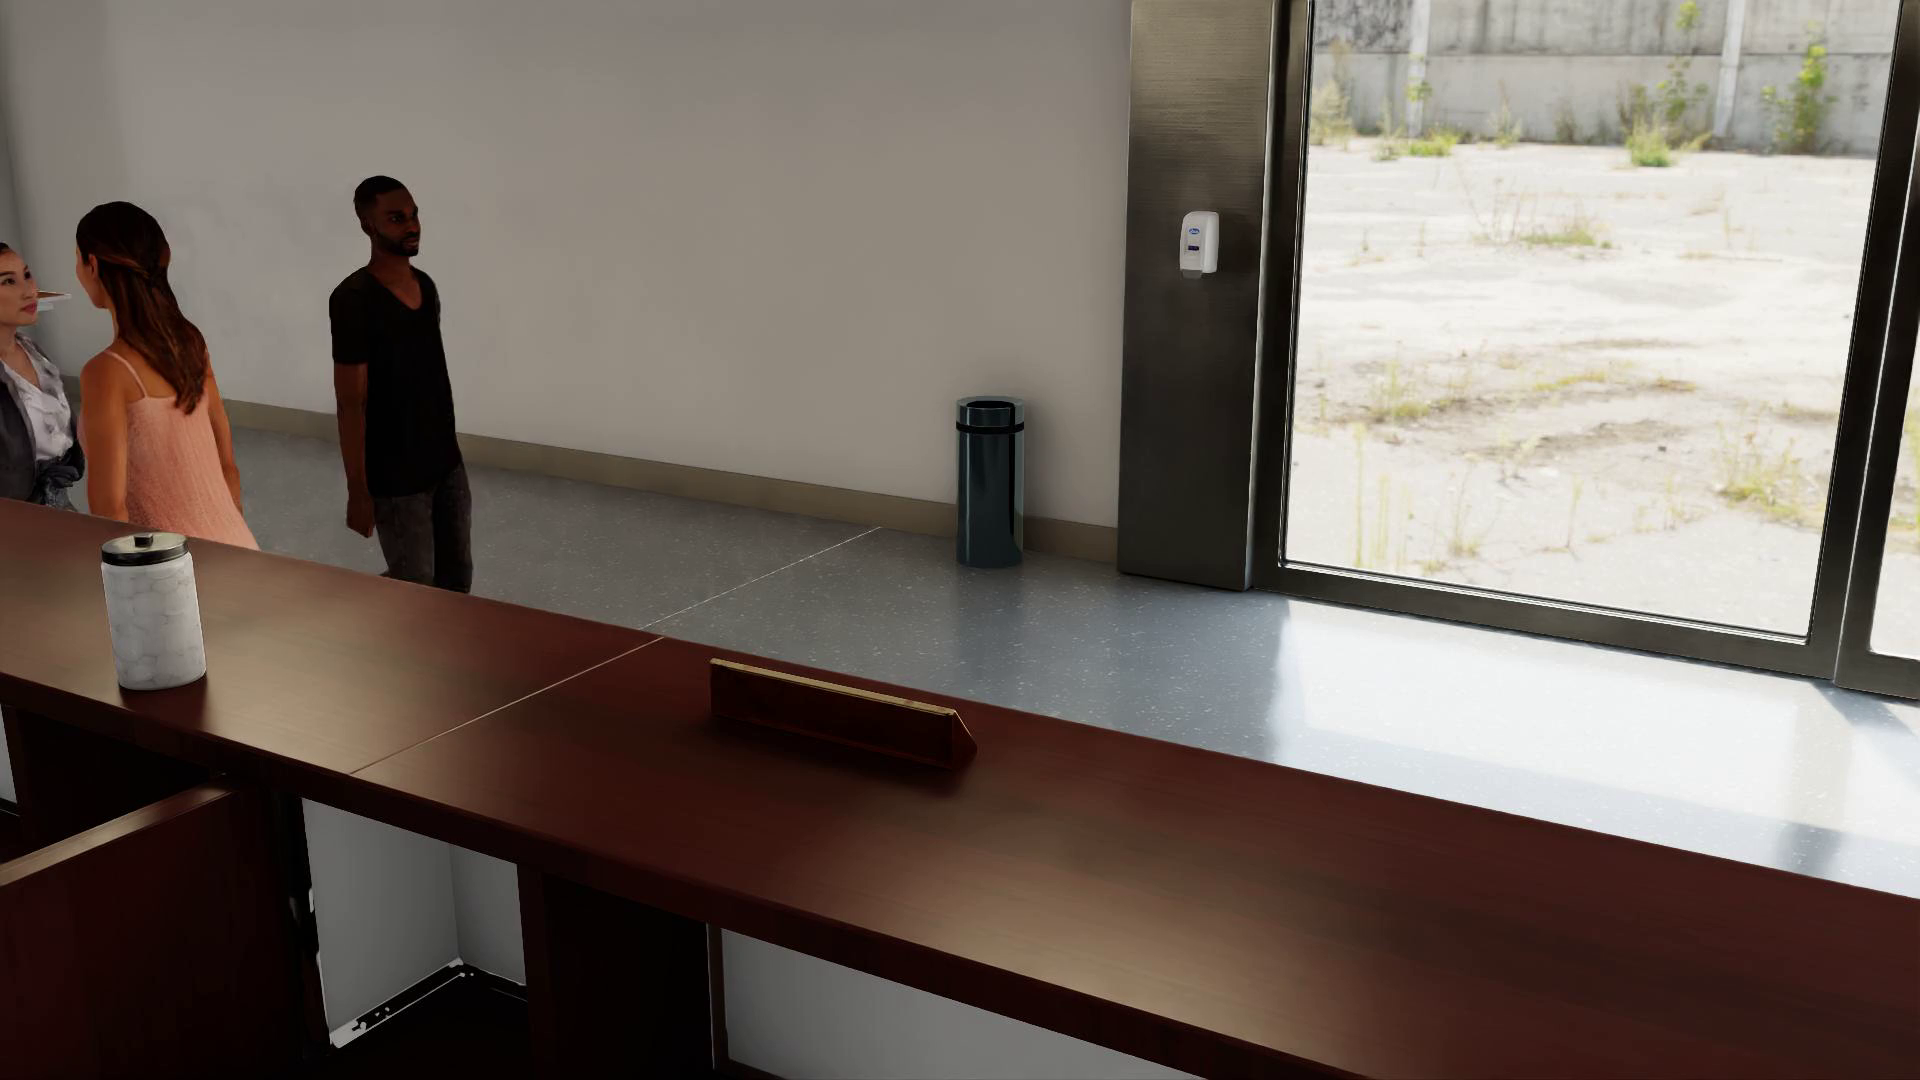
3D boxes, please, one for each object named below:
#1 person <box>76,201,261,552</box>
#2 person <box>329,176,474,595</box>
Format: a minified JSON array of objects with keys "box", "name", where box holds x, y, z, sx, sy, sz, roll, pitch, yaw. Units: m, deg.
[{"box":[-1.733,0.129,3.965,0.827,1.805,0.762,-1,16,-2],"name":"person"},{"box":[-1.832,-0.227,5.262,0.891,1.785,1.012,4,16,13],"name":"person"}]
